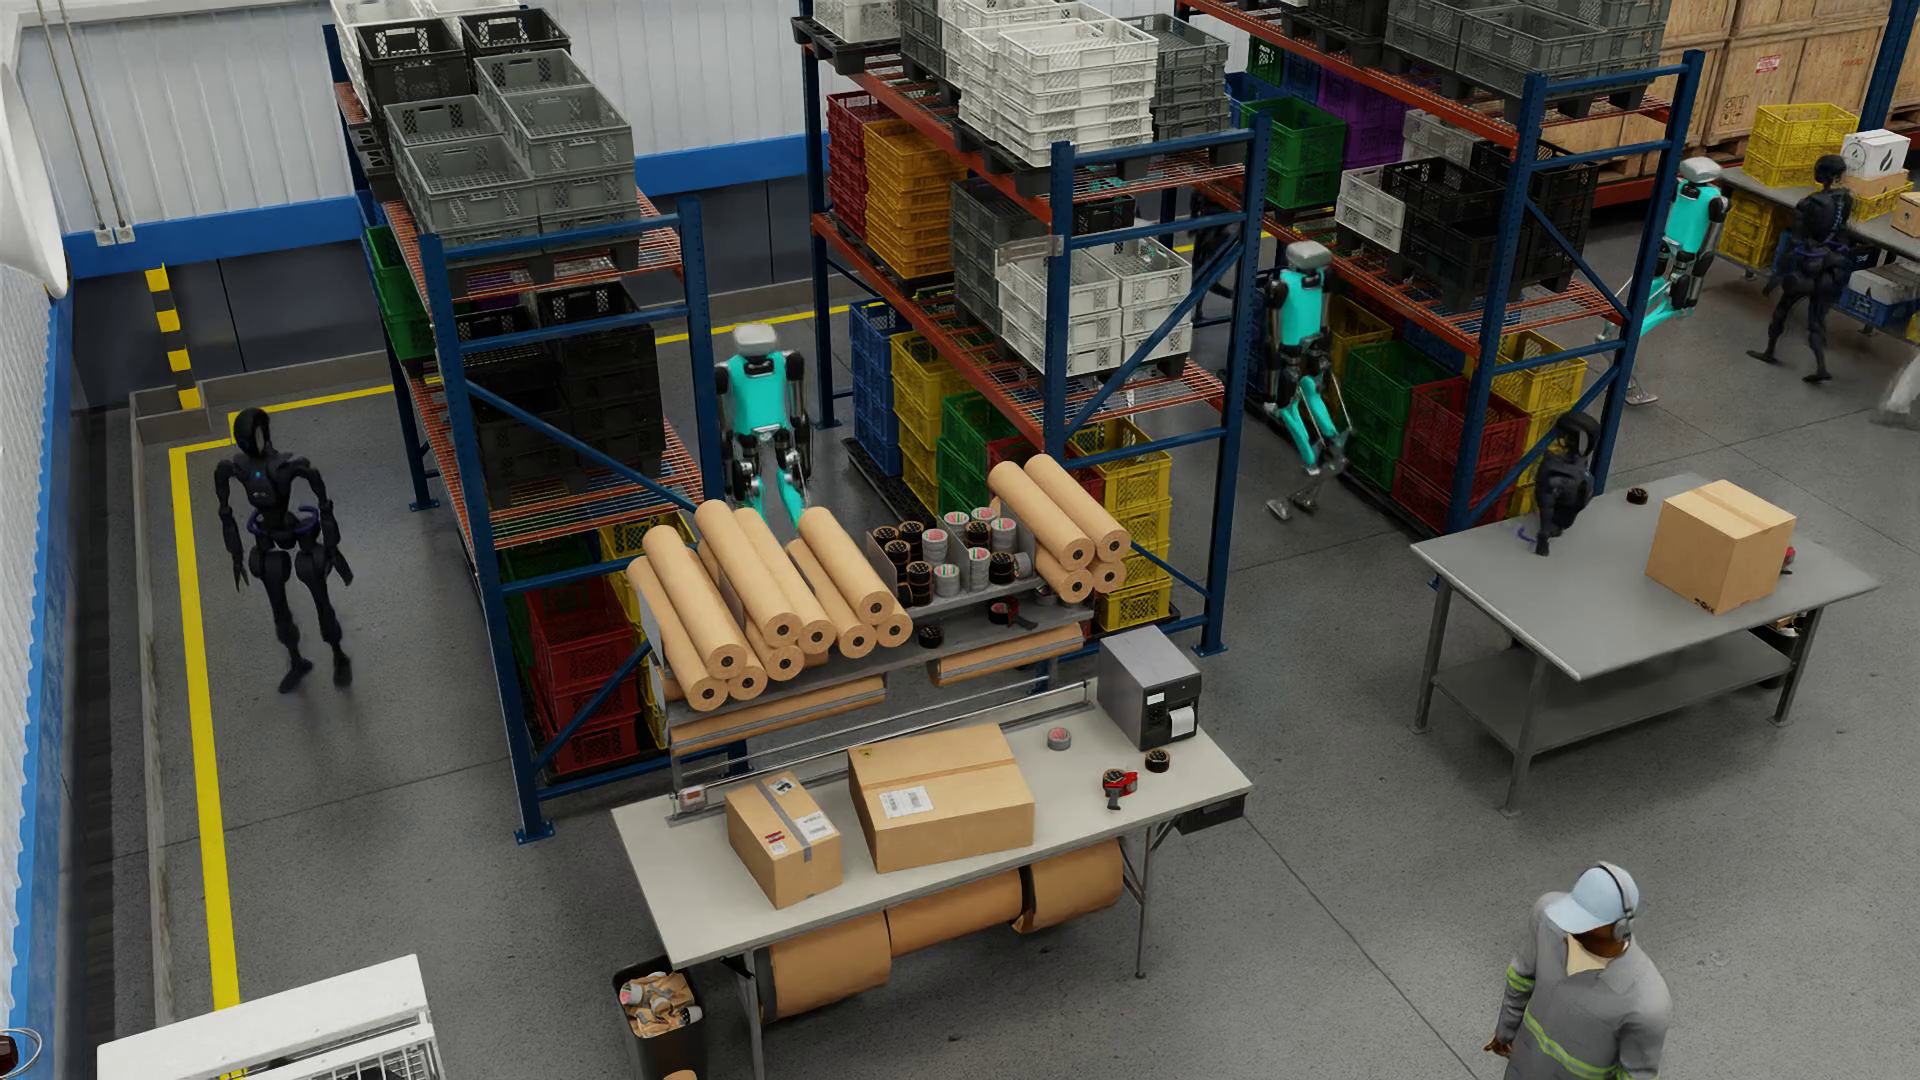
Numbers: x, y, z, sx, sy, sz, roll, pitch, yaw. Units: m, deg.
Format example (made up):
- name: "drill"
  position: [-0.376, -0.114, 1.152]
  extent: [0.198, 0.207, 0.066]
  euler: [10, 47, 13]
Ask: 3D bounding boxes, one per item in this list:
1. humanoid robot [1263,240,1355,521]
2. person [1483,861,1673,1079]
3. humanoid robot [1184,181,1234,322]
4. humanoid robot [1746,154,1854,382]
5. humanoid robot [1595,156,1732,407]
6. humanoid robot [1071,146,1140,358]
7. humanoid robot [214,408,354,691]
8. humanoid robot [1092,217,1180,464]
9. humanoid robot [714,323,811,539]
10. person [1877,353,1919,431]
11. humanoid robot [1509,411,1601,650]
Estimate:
- name: "humanoid robot"
  position: [2.137, -0.888, 9.958]
  extent: [0.540, 1.744, 0.679]
  euler: [-22, 38, -32]
- name: "person"
  position: [1.984, 1.791, 5.552]
  extent: [0.387, 1.850, 0.598]
  euler: [-13, 34, -21]
- name: "humanoid robot"
  position: [1.961, -2.398, 12.527]
  extent: [0.545, 1.636, 0.606]
  euler: [-8, 33, -13]
- name: "humanoid robot"
  position: [6.071, -1.912, 11.777]
  extent: [0.601, 1.633, 0.723]
  euler: [-12, 34, -19]
- name: "humanoid robot"
  position: [4.670, -1.728, 11.279]
  extent: [0.730, 1.695, 0.534]
  euler: [-10, 33, -16]
- name: "humanoid robot"
  position: [0.970, -1.949, 11.783]
  extent: [0.548, 1.839, 0.656]
  euler: [6, 32, 9]
- name: "humanoid robot"
  position: [-3.450, 0.057, 8.547]
  extent: [0.613, 1.664, 0.354]
  euler: [-2, 32, -3]
- name: "humanoid robot"
  position: [1.050, -1.301, 10.559]
  extent: [0.533, 1.674, 0.735]
  euler: [-2, 32, -4]
- name: "humanoid robot"
  position: [-0.964, -0.225, 8.973]
  extent: [0.532, 1.779, 0.997]
  euler: [-13, 34, -19]
- name: "person"
  position: [6.785, -1.528, 10.907]
  extent: [1.005, 1.883, 0.618]
  euler: [5, 32, 8]
- name: "humanoid robot"
  position: [2.984, 0.108, 8.454]
  extent: [0.329, 1.658, 0.589]
  euler: [19, 36, 28]
